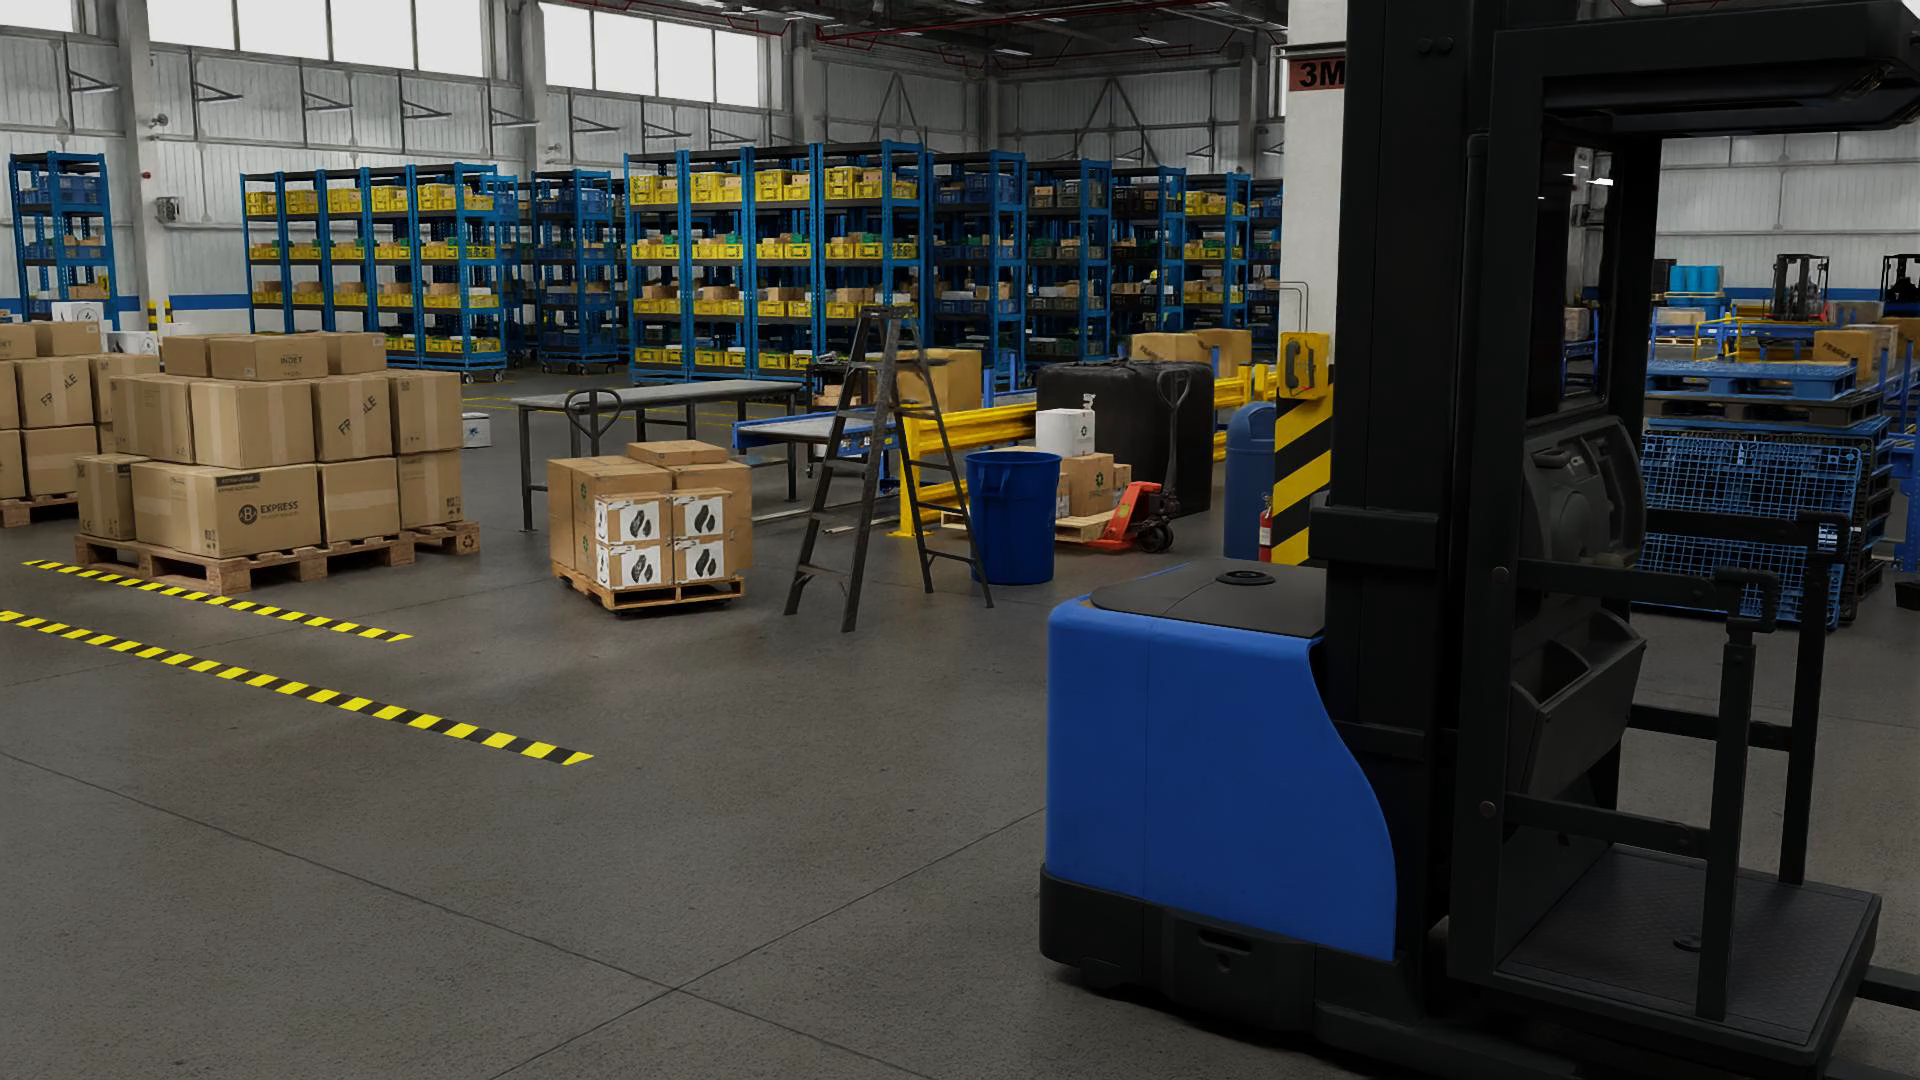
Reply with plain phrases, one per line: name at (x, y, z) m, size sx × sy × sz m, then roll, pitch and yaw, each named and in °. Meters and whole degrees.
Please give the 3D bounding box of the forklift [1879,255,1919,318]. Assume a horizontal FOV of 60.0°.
forklift at (22.089, -5.634, 38.796) m, size 1.157 × 1.987 × 2.680 m, roll 6°, pitch 11°, yaw 33°

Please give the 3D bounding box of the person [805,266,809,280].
person at (-3.444, -5.290, 37.704) m, size 0.608 × 1.986 × 0.391 m, roll 6°, pitch 11°, yaw 32°

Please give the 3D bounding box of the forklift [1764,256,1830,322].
forklift at (20.253, -5.854, 40.139) m, size 1.157 × 1.987 × 2.680 m, roll 7°, pitch 12°, yaw 35°

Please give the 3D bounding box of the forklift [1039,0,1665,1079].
forklift at (1.249, -0.137, 4.360) m, size 1.873 × 2.768 × 1.129 m, roll 7°, pitch 12°, yaw 35°

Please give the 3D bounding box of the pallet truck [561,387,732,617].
pallet truck at (-1.981, -0.274, 10.088) m, size 0.680 × 1.201 × 1.601 m, roll -5°, pitch 11°, yaw -28°

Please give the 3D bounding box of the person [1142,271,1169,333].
person at (3.772, -4.310, 32.327) m, size 0.404 × 1.829 × 0.602 m, roll -9°, pitch 13°, yaw -43°

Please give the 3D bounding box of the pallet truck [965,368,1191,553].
pallet truck at (0.845, -0.609, 11.869) m, size 1.630 × 1.274 × 0.653 m, roll 7°, pitch 12°, yaw 35°

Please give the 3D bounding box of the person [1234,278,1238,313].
person at (7.590, -6.394, 44.814) m, size 0.603 × 1.803 × 0.453 m, roll 2°, pitch 10°, yaw 14°
